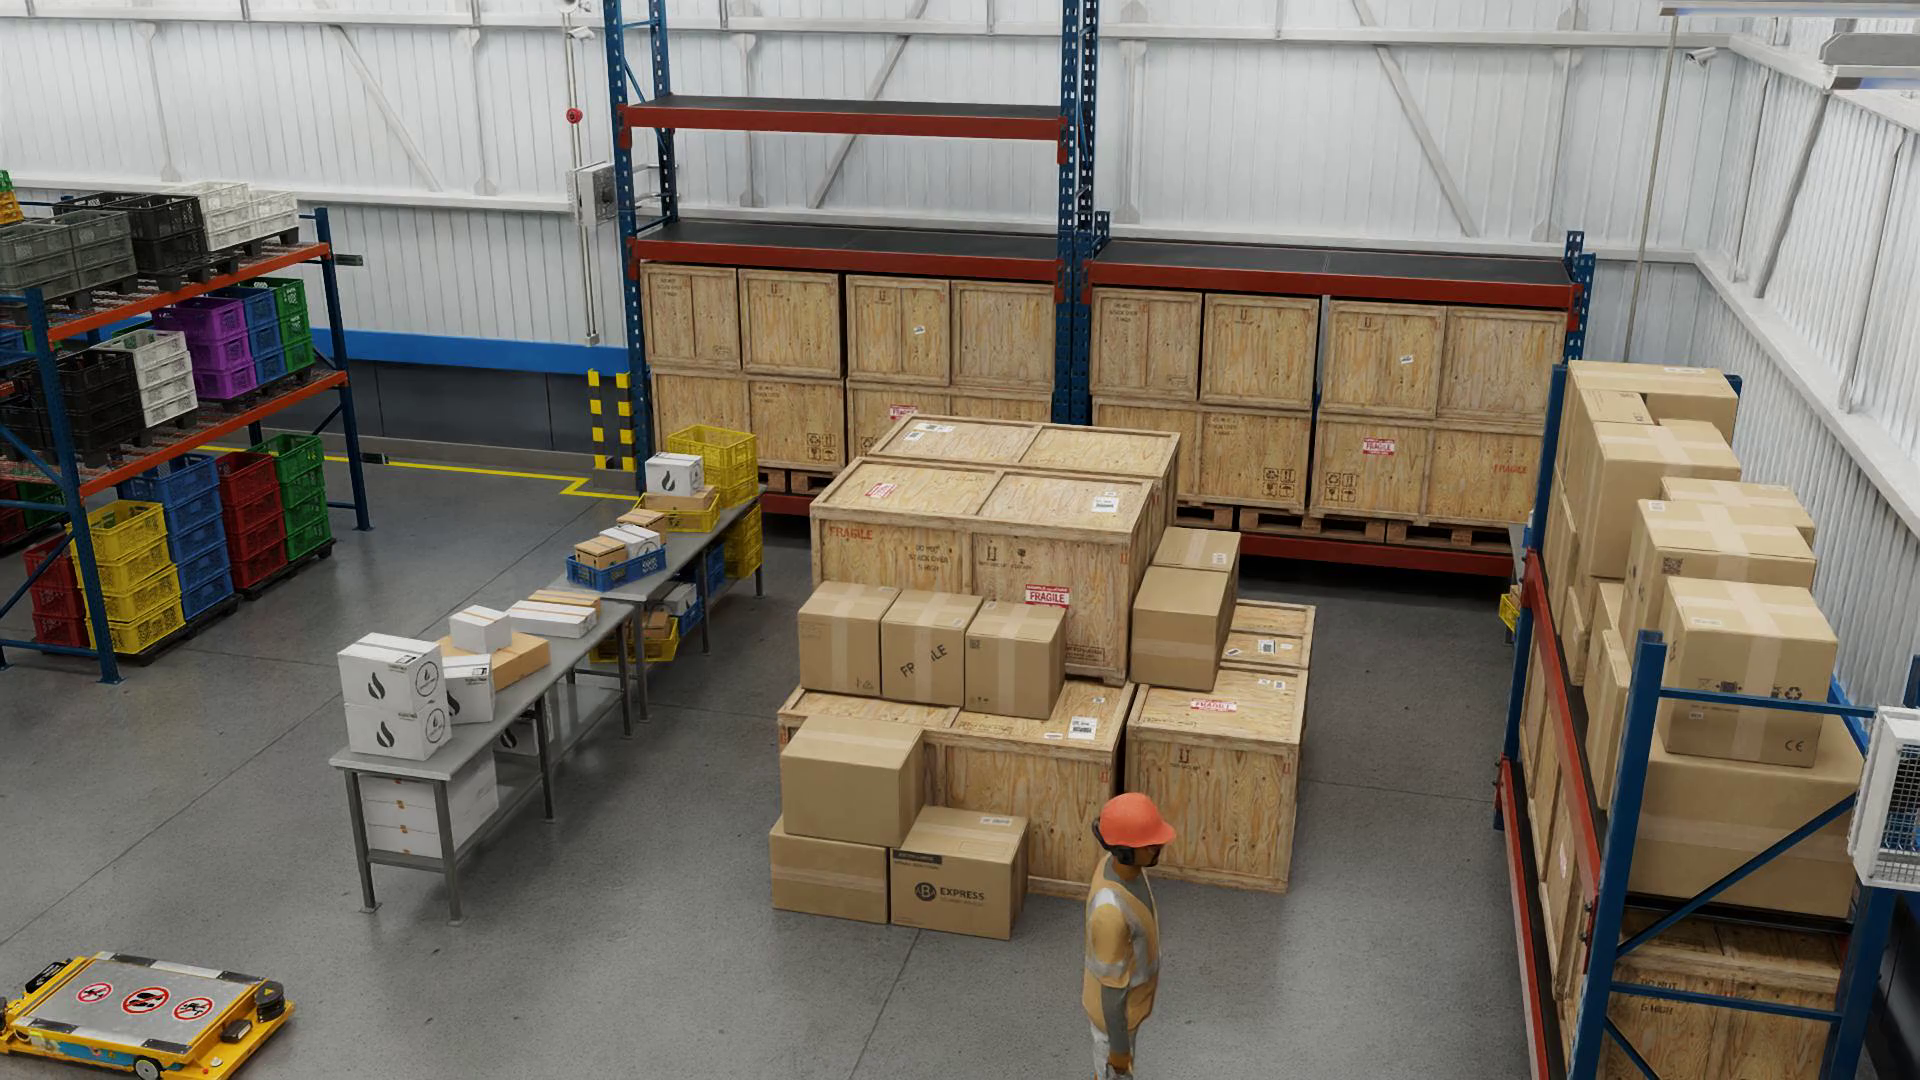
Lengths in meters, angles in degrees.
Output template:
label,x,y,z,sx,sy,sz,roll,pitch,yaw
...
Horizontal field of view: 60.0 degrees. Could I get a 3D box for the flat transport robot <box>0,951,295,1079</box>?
label,x,y,z,sx,sy,sz,roll,pitch,yaw
flat transport robot,-4.270,2.464,8.601,1.431,0.231,0.659,5,22,13

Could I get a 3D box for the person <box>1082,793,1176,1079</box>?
label,x,y,z,sx,sy,sz,roll,pitch,yaw
person,0.722,2.019,7.276,0.366,2.048,0.606,3,21,9
